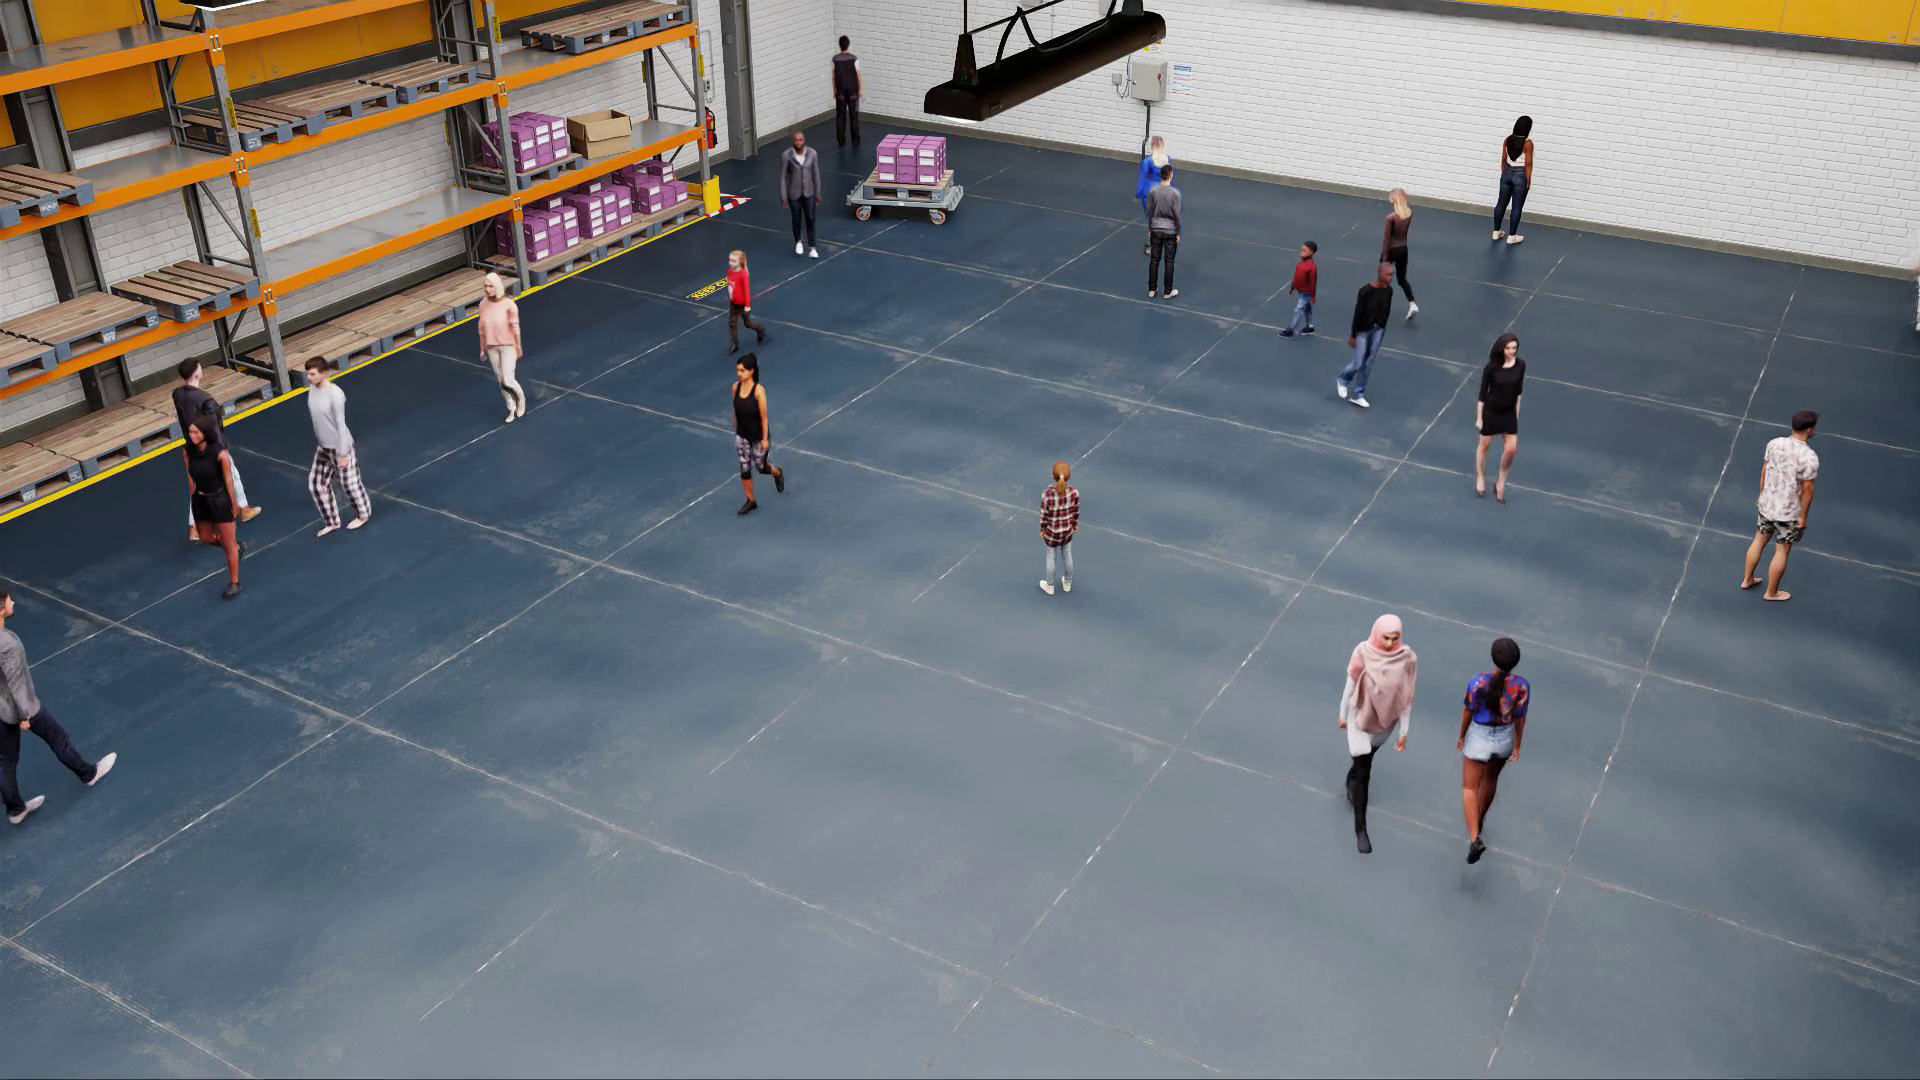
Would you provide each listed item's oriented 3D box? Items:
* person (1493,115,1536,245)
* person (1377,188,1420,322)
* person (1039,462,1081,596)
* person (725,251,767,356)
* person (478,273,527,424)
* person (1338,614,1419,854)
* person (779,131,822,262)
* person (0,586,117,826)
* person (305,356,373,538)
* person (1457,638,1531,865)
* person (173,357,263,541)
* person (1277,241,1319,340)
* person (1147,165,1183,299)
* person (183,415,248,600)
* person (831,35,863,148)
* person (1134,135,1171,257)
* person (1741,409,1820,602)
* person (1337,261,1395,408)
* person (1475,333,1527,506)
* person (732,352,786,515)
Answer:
[{"bbox_3d":[7.925,-5.160,23.759,0.727,1.809,0.730,-21,35,-33],"label":"person"},{"bbox_3d":[5.555,-3.577,20.998,1.118,1.673,1.041,-14,32,-24],"label":"person"},{"bbox_3d":[0.896,-0.114,15.033,0.621,1.306,0.684,-8,30,-15],"label":"person"},{"bbox_3d":[-2.633,-2.893,20.170,0.547,1.266,0.845,19,34,31],"label":"person"},{"bbox_3d":[-5.015,-2.142,18.325,0.676,1.714,0.696,6,29,11],"label":"person"},{"bbox_3d":[2.976,1.283,12.019,1.023,1.739,1.278,1,29,2],"label":"person"},{"bbox_3d":[-2.223,-4.810,23.155,1.150,1.772,1.233,-6,29,-11],"label":"person"},{"bbox_3d":[-6.898,1.240,12.003,0.754,1.831,1.091,12,31,20],"label":"person"},{"bbox_3d":[-5.948,-0.946,16.012,0.679,1.829,0.804,16,33,27],"label":"person"},{"bbox_3d":[3.703,1.494,11.654,0.833,1.718,1.093,5,29,10],"label":"person"},{"bbox_3d":[-7.234,-0.832,15.827,0.810,1.807,1.161,9,30,17],"label":"person"},{"bbox_3d":[4.333,-3.102,20.587,0.849,1.233,0.792,-7,29,-12],"label":"person"},{"bbox_3d":[2.670,-4.038,21.752,0.632,1.761,0.564,12,31,21],"label":"person"},{"bbox_3d":[-6.677,-0.345,15.012,0.758,1.731,0.908,5,29,10],"label":"person"},{"bbox_3d":[-1.917,-7.616,28.218,0.733,1.849,0.714,2,29,4],"label":"person"},{"bbox_3d":[2.757,-4.759,23.149,0.670,1.689,0.775,-23,36,-35],"label":"person"},{"bbox_3d":[7.365,-0.324,14.886,0.759,1.816,0.751,-14,32,-24],"label":"person"},{"bbox_3d":[4.530,-2.330,18.659,0.871,1.724,0.912,-10,30,-17],"label":"person"},{"bbox_3d":[5.345,-1.259,16.635,0.794,1.783,0.855,-1,29,-2],"label":"person"},{"bbox_3d":[-2.002,-1.068,16.424,0.579,1.649,0.845,16,32,26],"label":"person"}]
